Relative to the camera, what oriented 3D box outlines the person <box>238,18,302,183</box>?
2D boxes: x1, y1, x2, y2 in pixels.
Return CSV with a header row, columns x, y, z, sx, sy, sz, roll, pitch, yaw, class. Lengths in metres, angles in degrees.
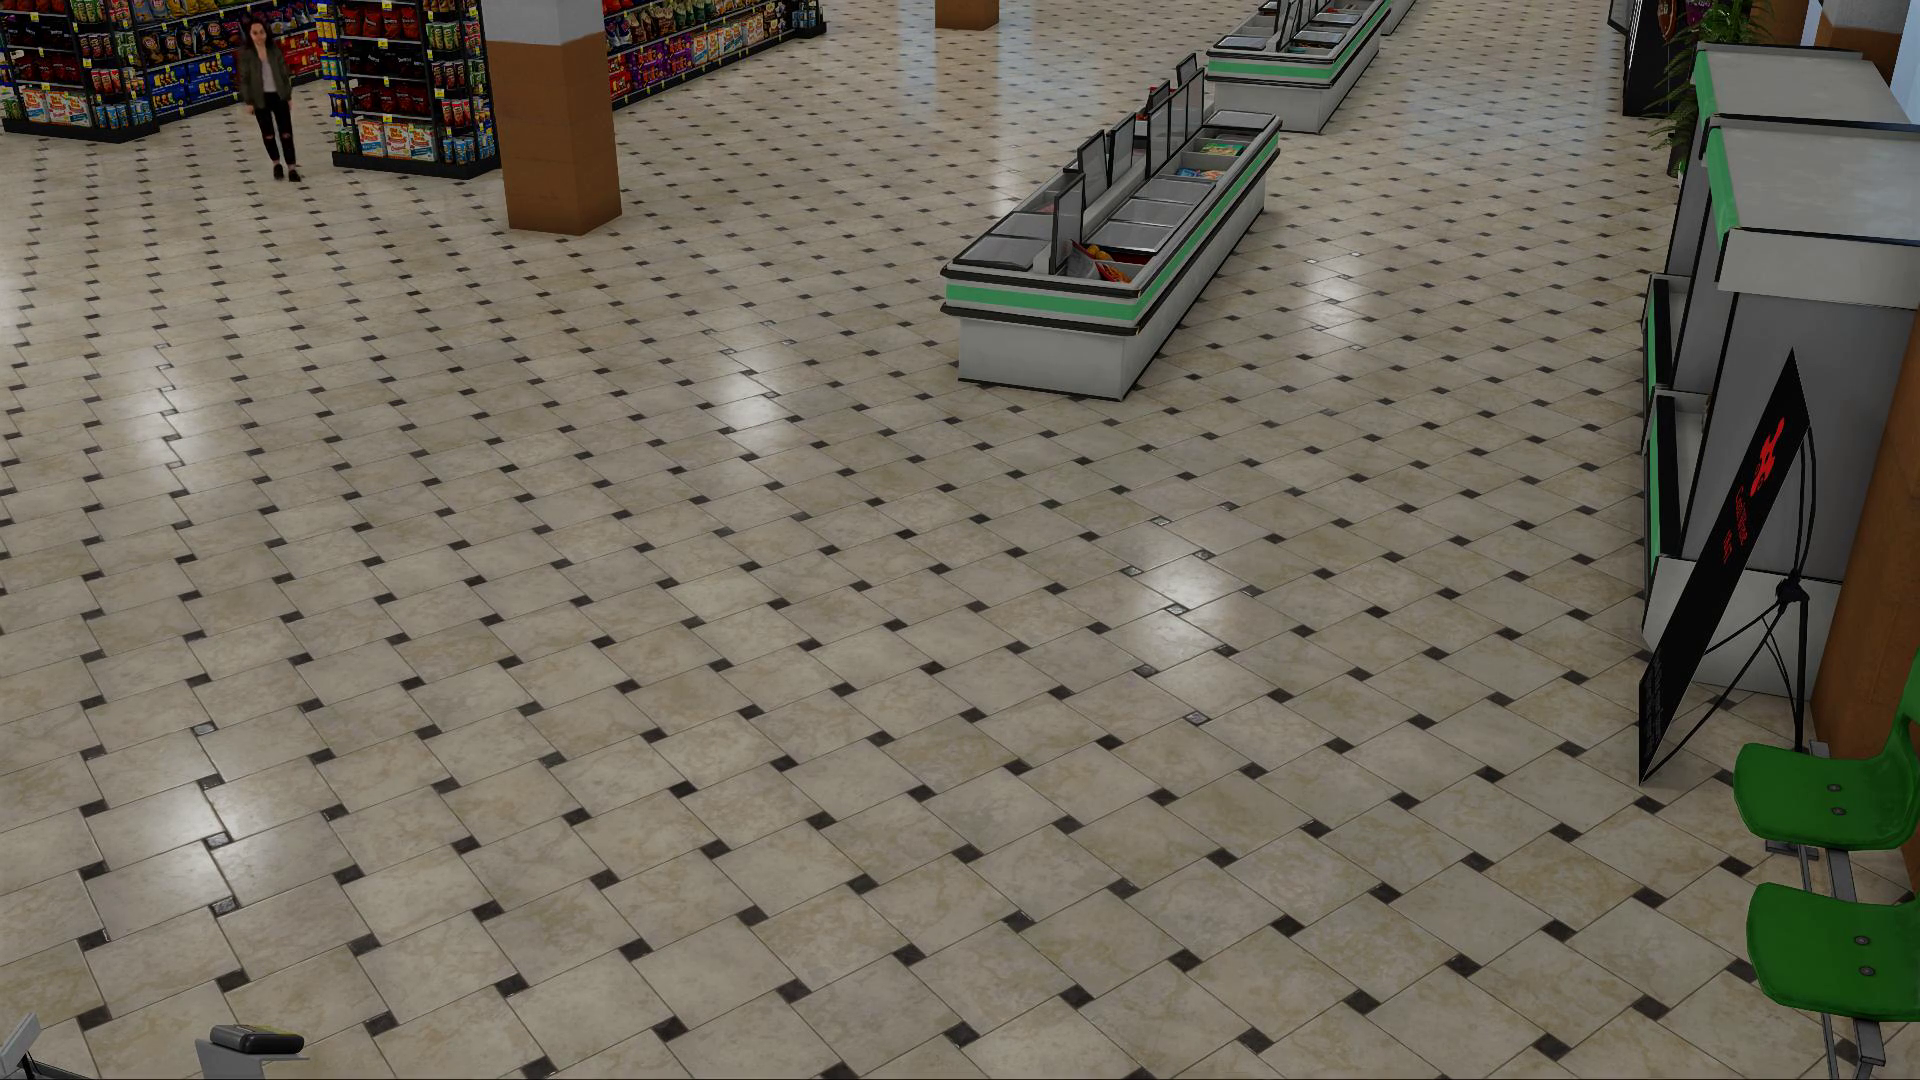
x,y,z,sx,sy,sz,roll,pitch,yaw,class
-6.339,-4.016,15.227,0.907,1.445,0.963,-12,29,-22,person
